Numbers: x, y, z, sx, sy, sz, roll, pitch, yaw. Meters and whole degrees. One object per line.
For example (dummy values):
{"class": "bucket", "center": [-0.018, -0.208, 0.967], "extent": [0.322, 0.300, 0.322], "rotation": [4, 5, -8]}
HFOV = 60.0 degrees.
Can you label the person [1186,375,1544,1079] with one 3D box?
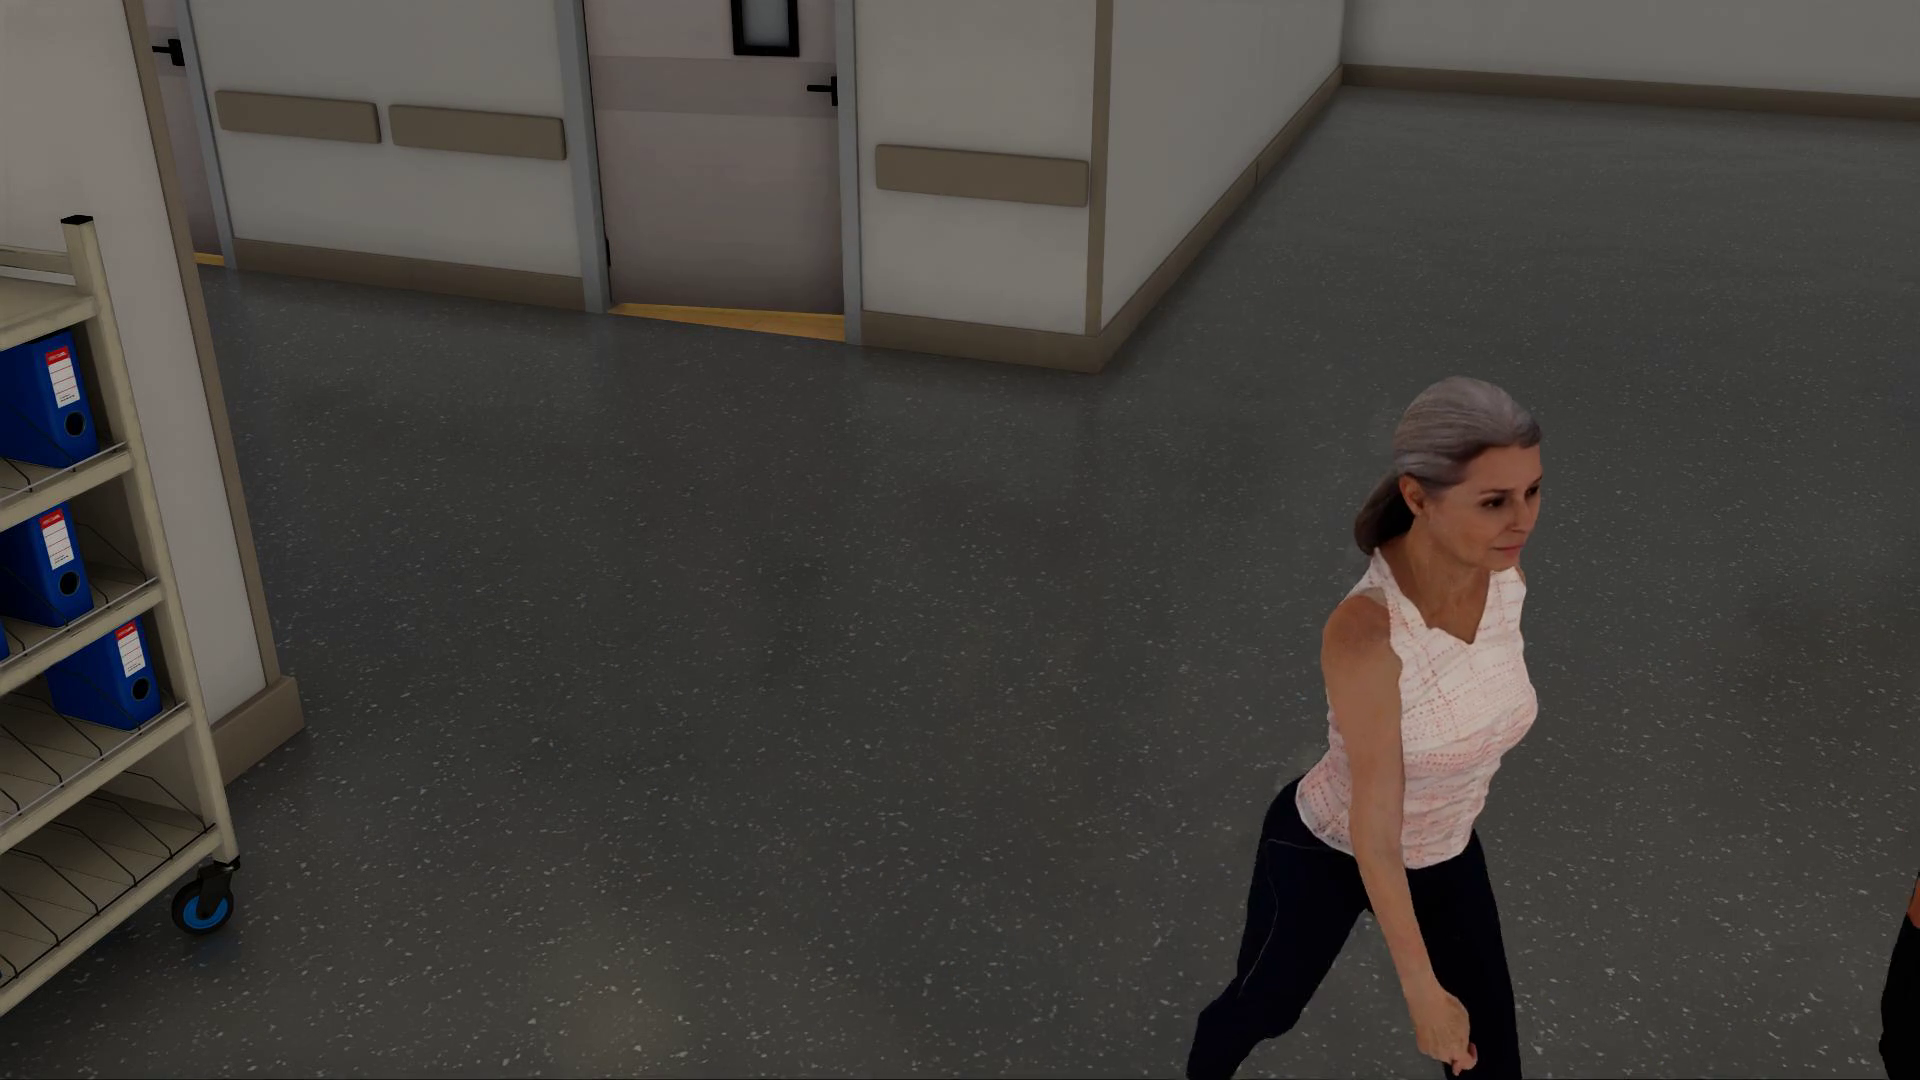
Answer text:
{"class": "person", "center": [0.566, 0.523, 2.640], "extent": [1.196, 1.652, 1.102], "rotation": [-20, 32, -35]}
